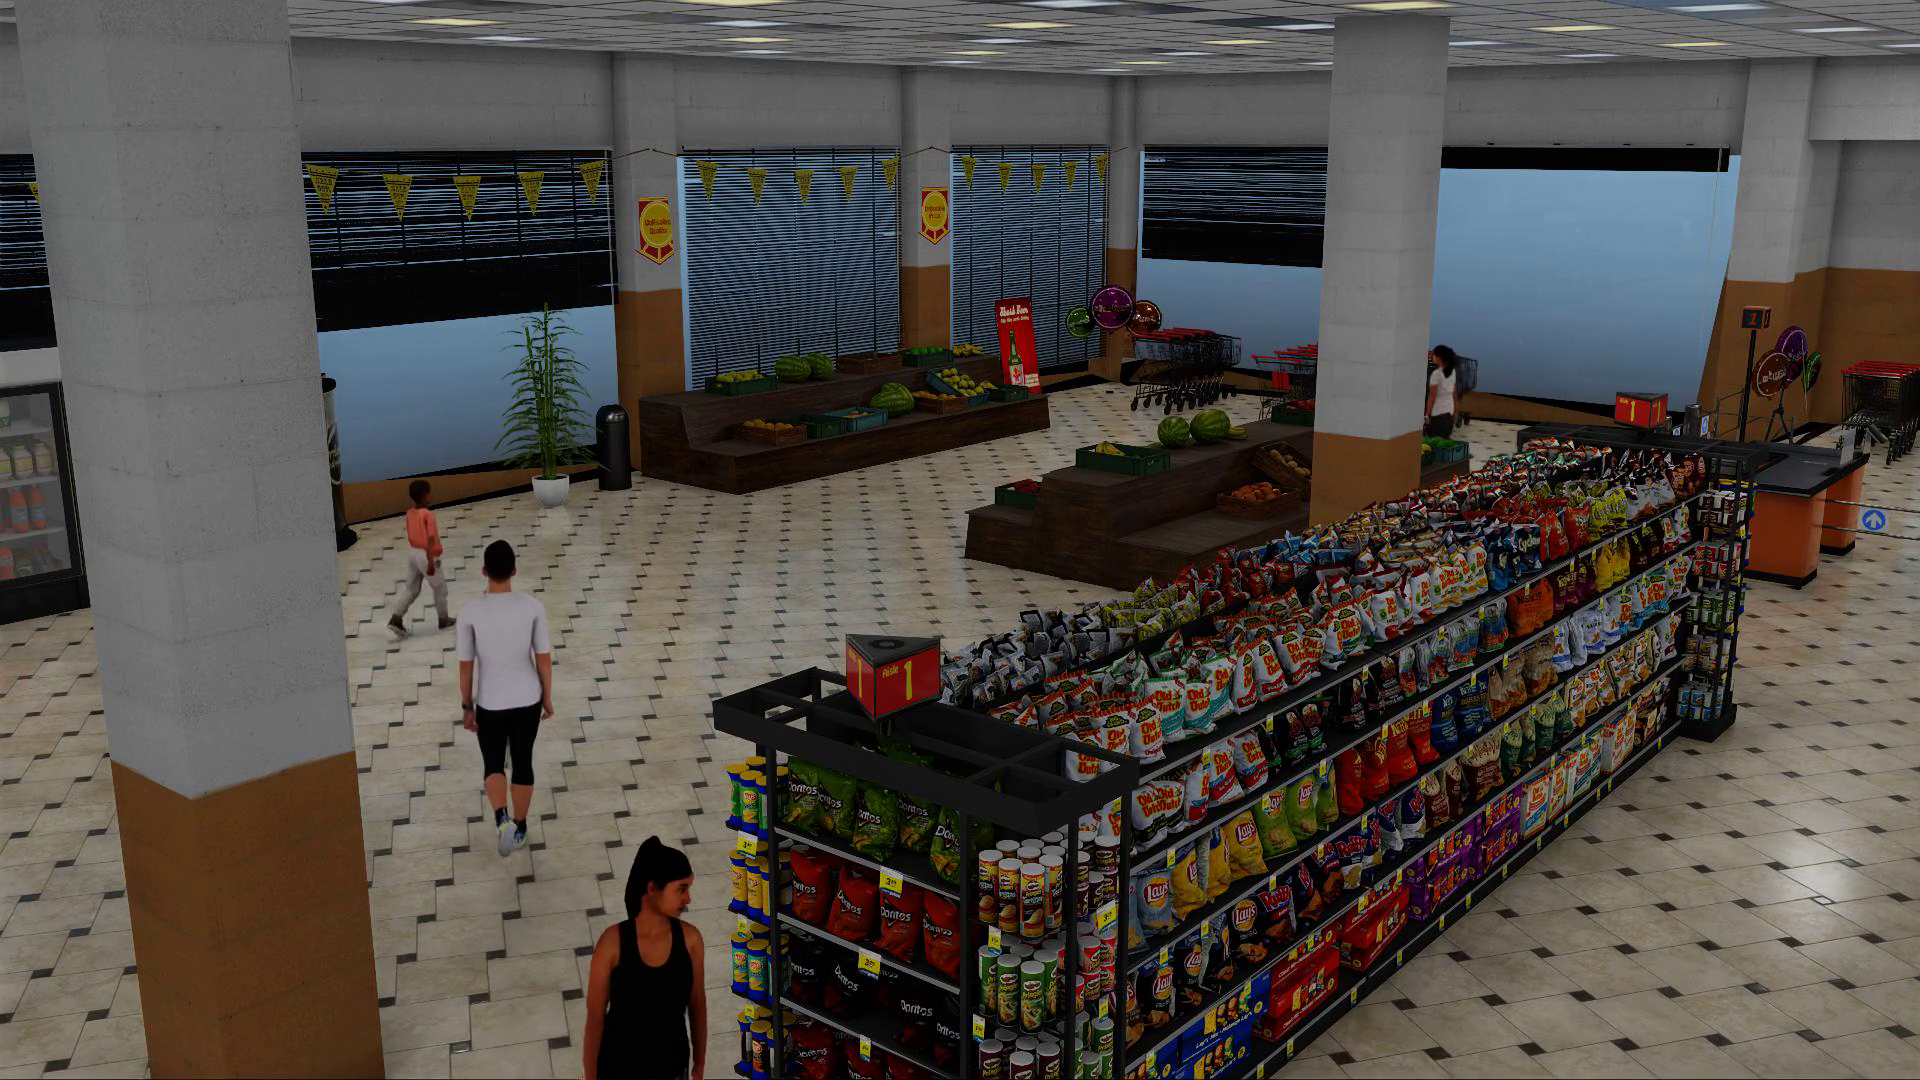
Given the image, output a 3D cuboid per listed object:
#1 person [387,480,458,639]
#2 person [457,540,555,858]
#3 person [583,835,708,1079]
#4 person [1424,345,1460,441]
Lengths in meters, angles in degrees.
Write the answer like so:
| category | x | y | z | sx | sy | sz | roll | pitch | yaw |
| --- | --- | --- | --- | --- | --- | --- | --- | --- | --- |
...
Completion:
| category | x | y | z | sx | sy | sz | roll | pitch | yaw |
| --- | --- | --- | --- | --- | --- | --- | --- | --- | --- |
| person | -4.472 | 0.168 | 13.681 | 0.565 | 1.296 | 0.922 | 8 | 16 | 30 |
| person | -2.551 | 0.928 | 9.406 | 1.010 | 1.834 | 1.005 | -4 | 14 | -18 |
| person | -1.167 | 1.854 | 5.989 | 0.664 | 1.646 | 0.765 | -7 | 15 | -26 |
| person | 5.801 | -1.470 | 19.798 | 1.105 | 1.595 | 0.809 | -10 | 17 | -36 |
